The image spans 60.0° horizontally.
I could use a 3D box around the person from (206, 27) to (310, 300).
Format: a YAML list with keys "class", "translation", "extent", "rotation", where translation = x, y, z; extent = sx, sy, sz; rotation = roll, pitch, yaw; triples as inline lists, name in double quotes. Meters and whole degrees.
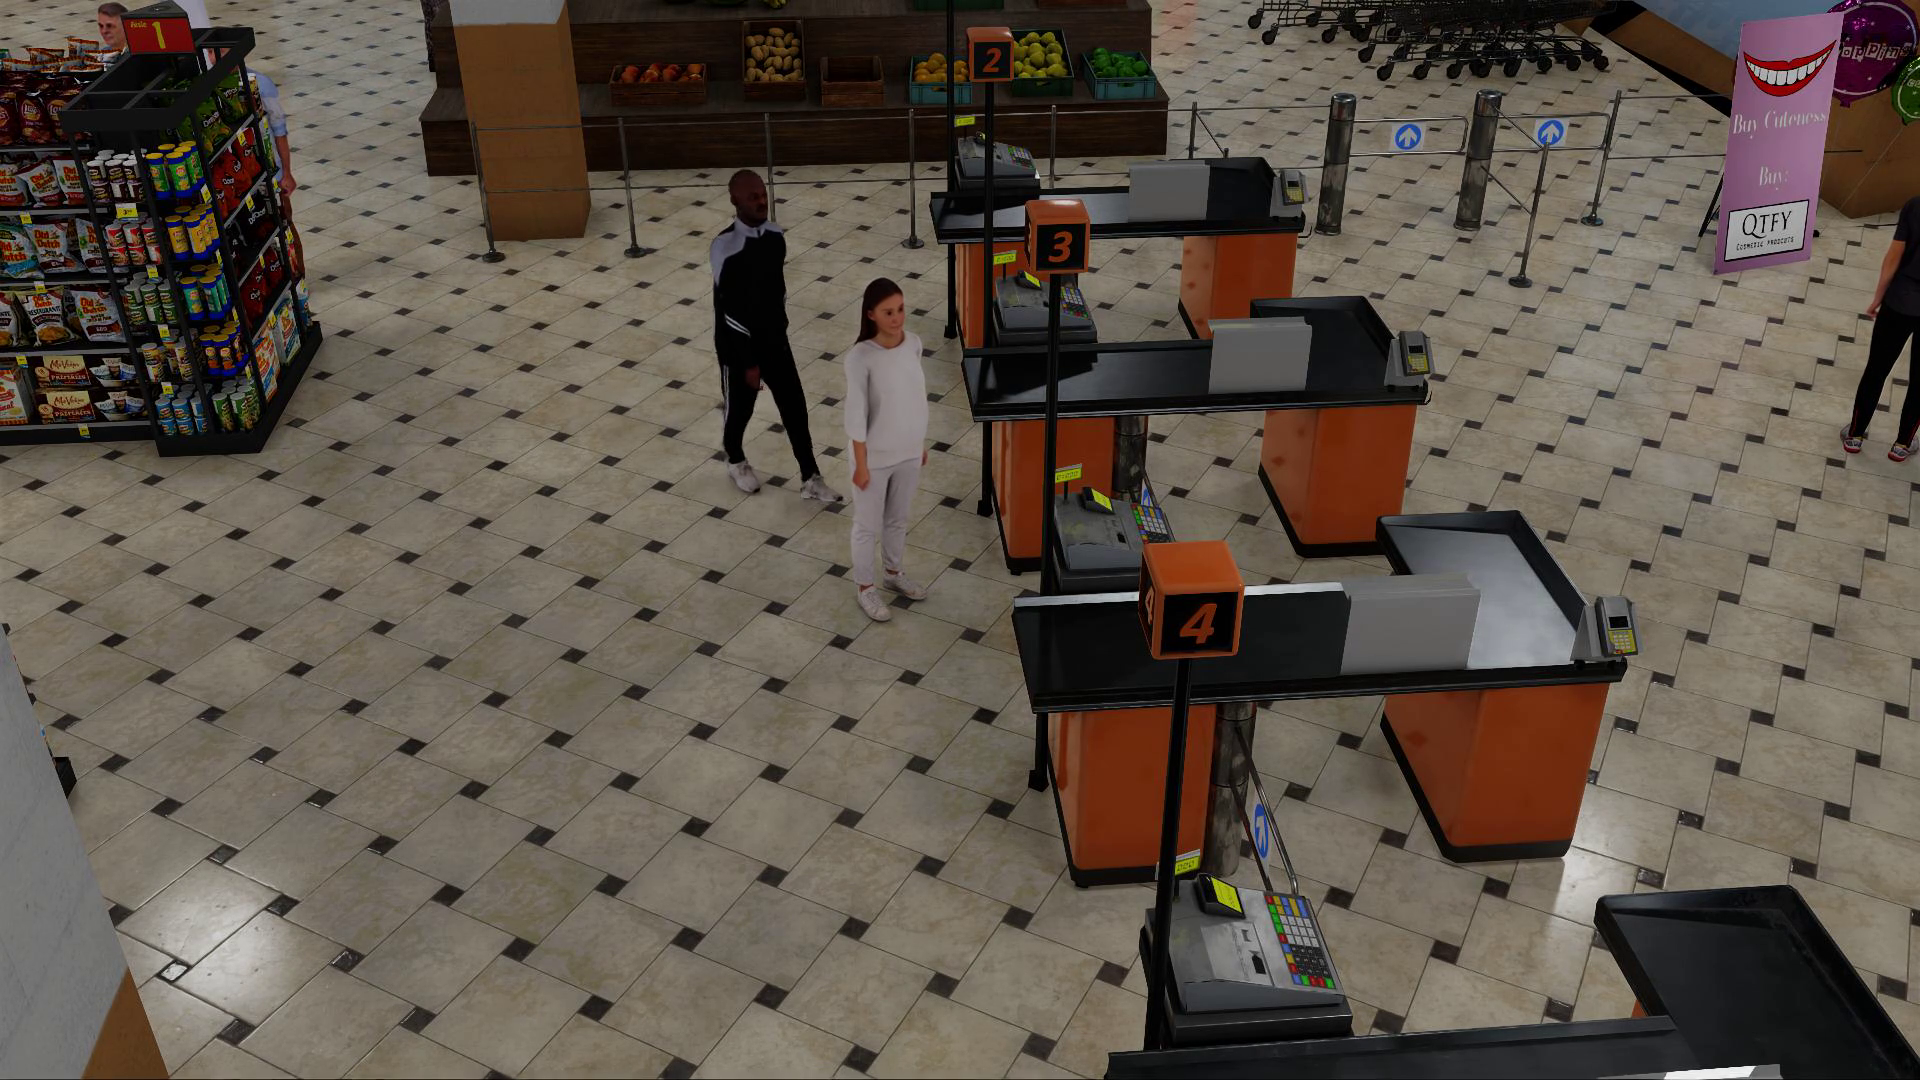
- class: "person"
  translation: [-4.614, -2.437, 10.850]
  extent: [0.493, 1.825, 0.752]
  rotation: [-1, 32, -2]

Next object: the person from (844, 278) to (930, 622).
- class: "person"
  translation: [-0.347, -0.430, 7.753]
  extent: [0.660, 1.688, 0.742]
  rotation: [-27, 41, -36]

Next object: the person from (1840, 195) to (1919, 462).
- class: "person"
  translation: [5.213, -1.274, 9.040]
  extent: [0.672, 1.763, 0.779]
  rotation: [17, 36, 25]

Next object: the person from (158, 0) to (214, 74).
- class: "person"
  translation: [-7.176, -5.215, 15.220]
  extent: [0.851, 1.925, 0.818]
  rotation: [-25, 40, -35]

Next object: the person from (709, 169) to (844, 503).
- class: "person"
  translation: [-1.137, -1.058, 8.657]
  extent: [1.113, 1.800, 1.117]
  rotation: [-26, 41, -36]
